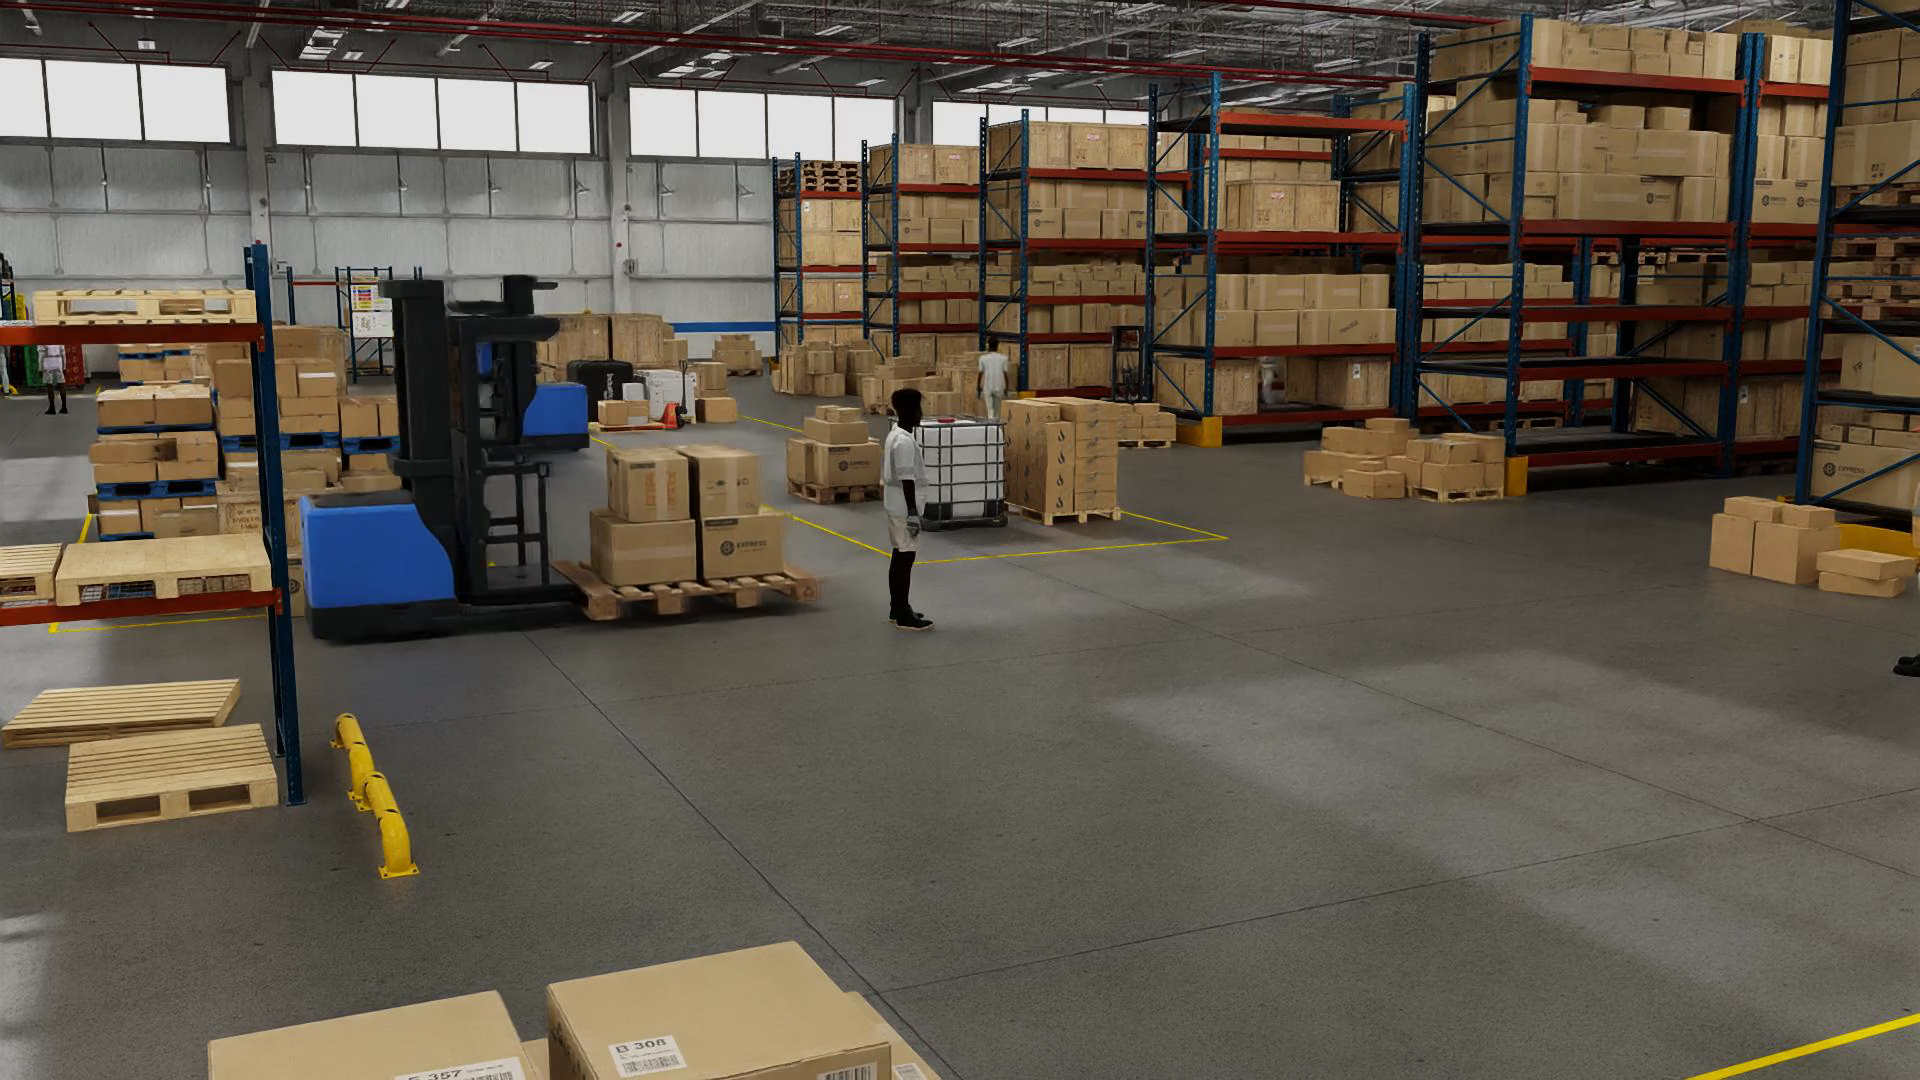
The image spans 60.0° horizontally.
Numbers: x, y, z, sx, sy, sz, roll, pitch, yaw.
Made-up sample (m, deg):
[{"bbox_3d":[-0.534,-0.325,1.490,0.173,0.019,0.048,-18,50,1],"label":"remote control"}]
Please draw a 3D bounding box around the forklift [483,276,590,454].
[{"bbox_3d":[-6.994,-2.817,26.567,1.873,2.768,1.129,-4,10,-25],"label":"forklift"}]

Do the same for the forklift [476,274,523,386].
[{"bbox_3d":[-11.349,-5.369,42.397,1.873,2.768,1.129,-4,10,-25],"label":"forklift"}]

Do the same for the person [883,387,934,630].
[{"bbox_3d":[-0.433,-0.255,13.498,0.367,1.967,0.607,-2,9,-13],"label":"person"}]

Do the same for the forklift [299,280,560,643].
[{"bbox_3d":[-4.333,-0.694,13.394,1.873,2.768,1.129,-4,10,-25],"label":"forklift"}]

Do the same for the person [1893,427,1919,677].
[{"bbox_3d":[6.942,0.020,11.877,0.359,1.939,0.543,7,12,37],"label":"person"}]

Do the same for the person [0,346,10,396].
[{"bbox_3d":[-22.367,-4.281,38.558,0.635,1.937,0.354,-9,13,-44],"label":"person"}]

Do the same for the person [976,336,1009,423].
[{"bbox_3d":[0.548,-2.490,27.839,0.529,1.827,0.974,-2,9,-11],"label":"person"}]

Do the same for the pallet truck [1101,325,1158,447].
[{"bbox_3d":[2.881,-2.596,27.923,0.823,1.965,1.885,-1,9,-7],"label":"pallet truck"}]

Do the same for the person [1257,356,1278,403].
[{"bbox_3d":[6.296,-3.449,34.392,0.637,1.617,0.513,-4,10,-25],"label":"person"}]

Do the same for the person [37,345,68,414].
[{"bbox_3d":[-18.507,-3.524,33.870,0.376,1.935,0.550,6,11,34],"label":"person"}]
